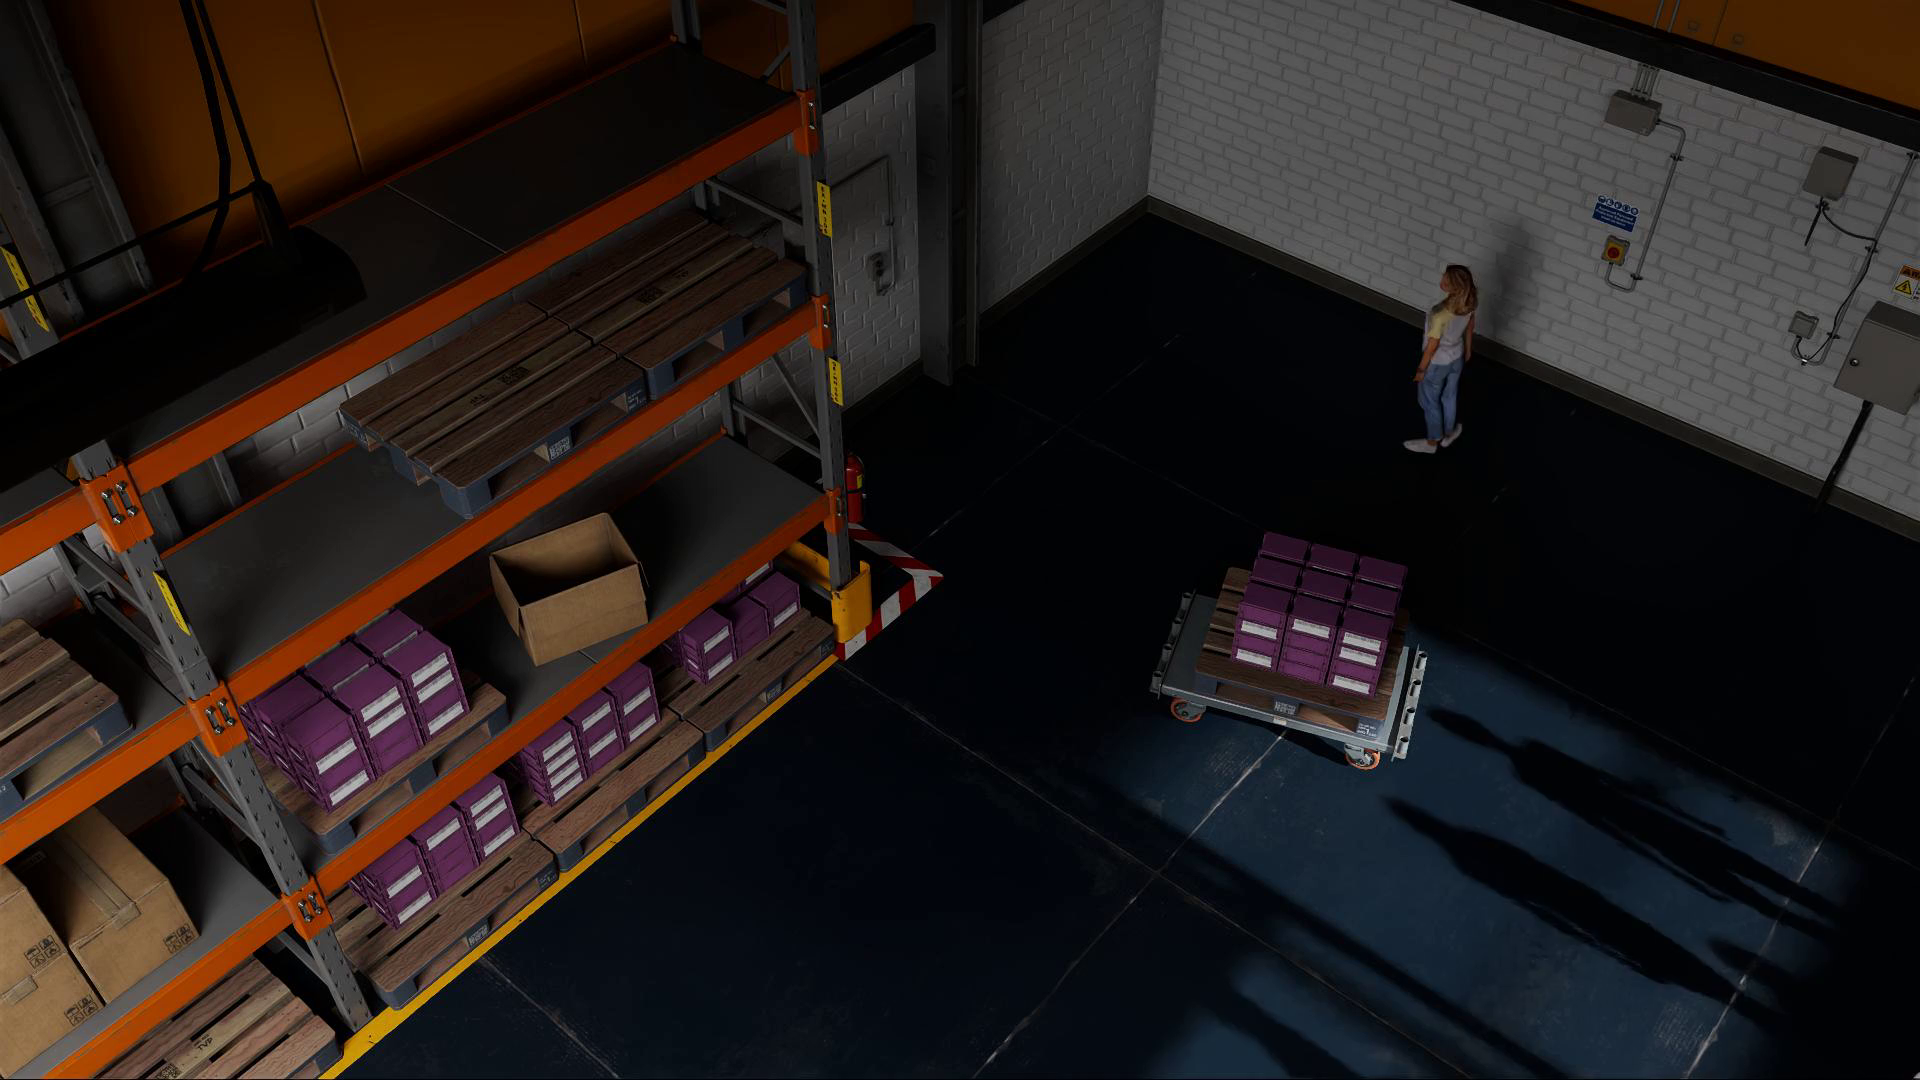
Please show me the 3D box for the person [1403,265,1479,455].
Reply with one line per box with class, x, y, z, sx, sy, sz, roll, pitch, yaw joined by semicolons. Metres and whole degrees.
person;3.626;-1.335;12.355;0.570;1.706;0.905;-22;48;-22
